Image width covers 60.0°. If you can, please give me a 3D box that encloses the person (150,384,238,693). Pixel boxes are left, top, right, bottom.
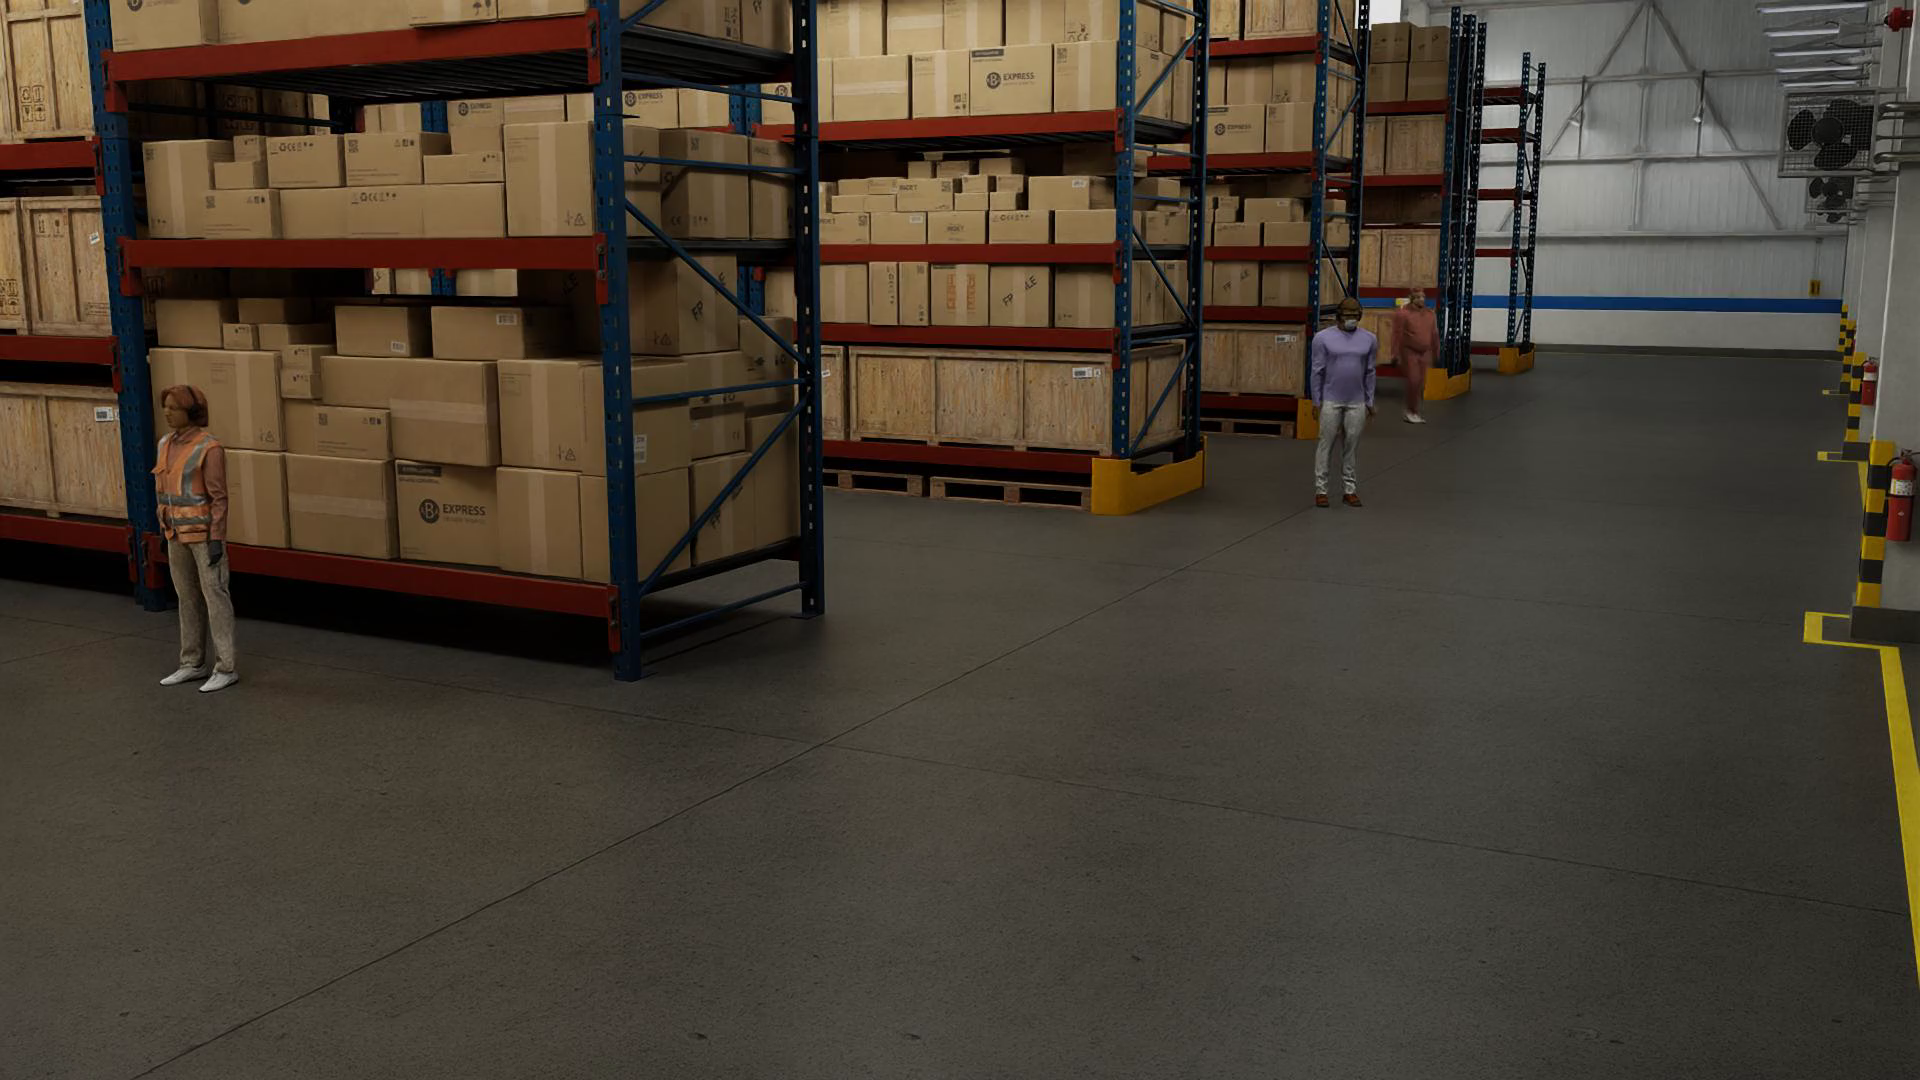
[{"bbox_3d":[-4.095,-0.012,8.894,0.514,1.645,0.309,5,11,28],"label":"person"}]

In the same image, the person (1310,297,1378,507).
[{"bbox_3d":[3.522,-1.263,15.293,0.627,1.936,0.370,-1,10,-5],"label":"person"}]

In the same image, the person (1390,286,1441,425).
[{"bbox_3d":[6.241,-2.506,22.652,0.679,1.874,0.589,-4,11,-24],"label":"person"}]
